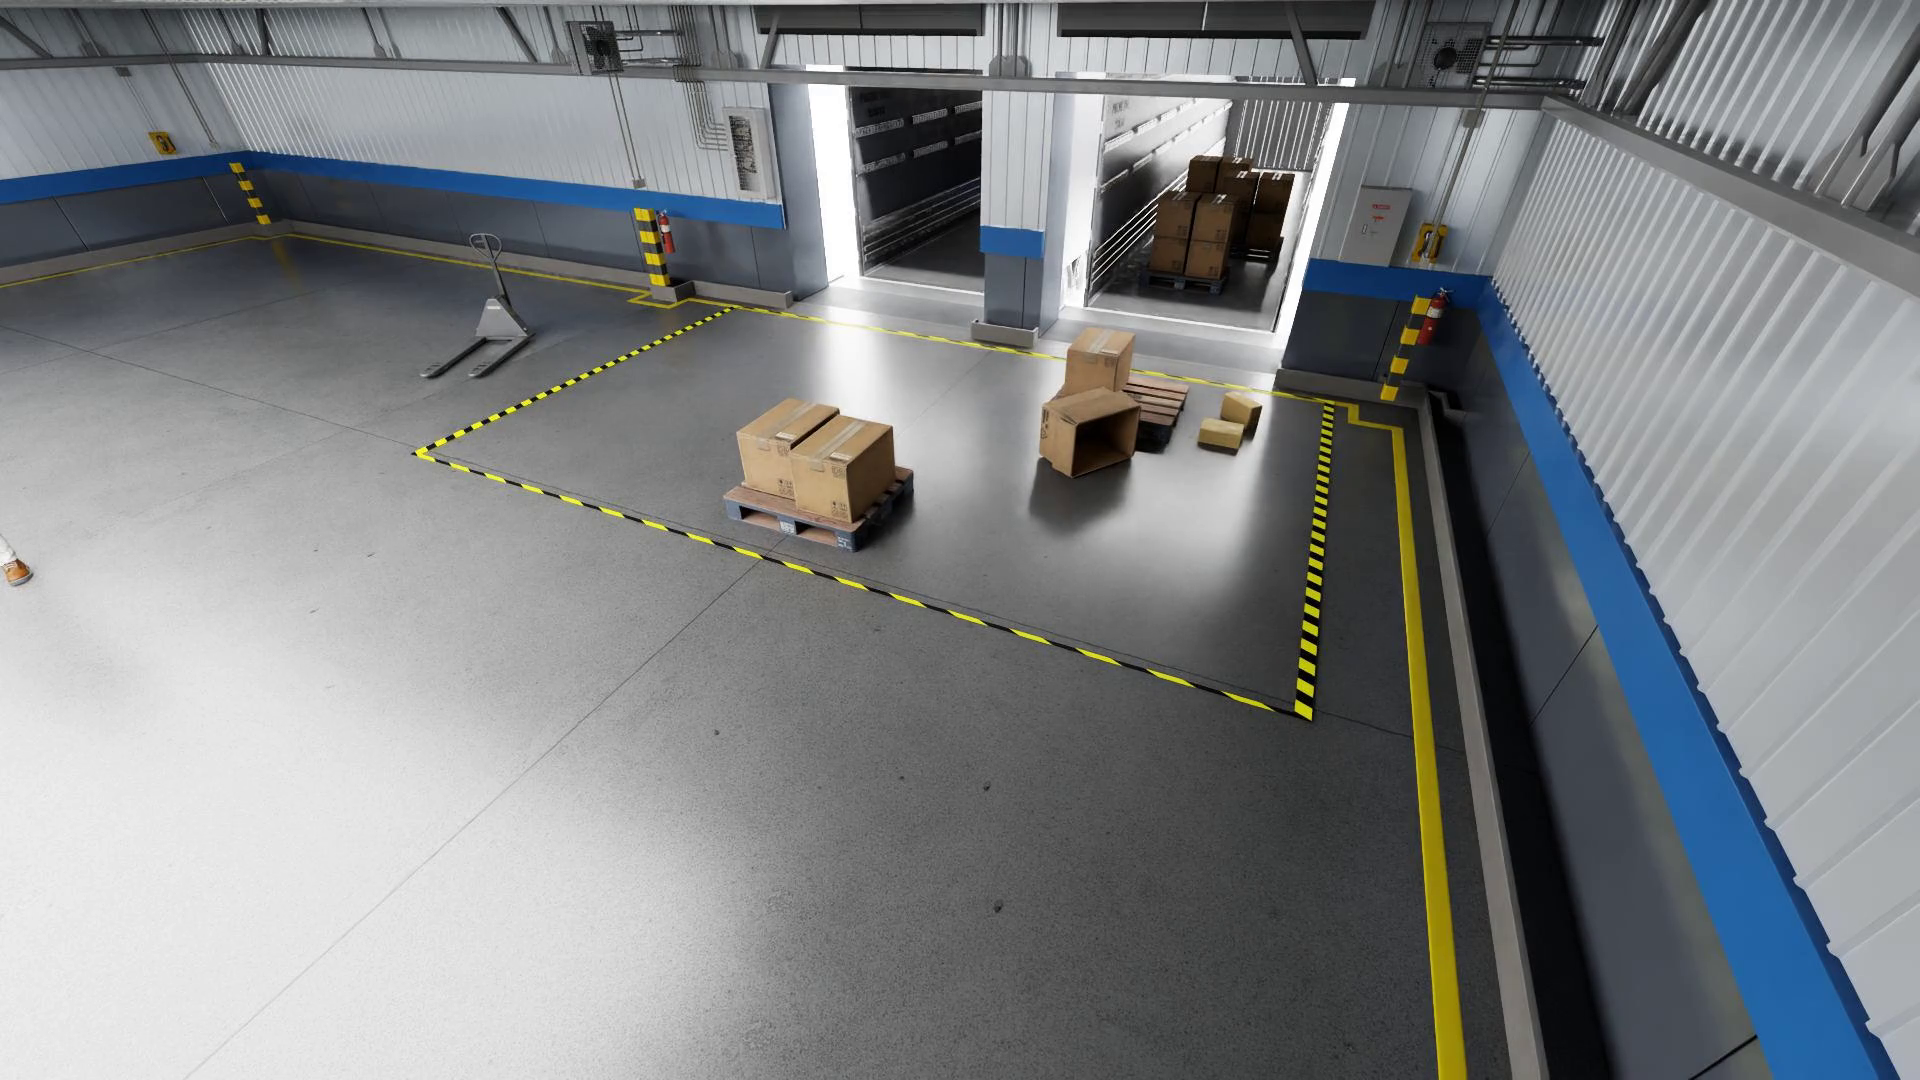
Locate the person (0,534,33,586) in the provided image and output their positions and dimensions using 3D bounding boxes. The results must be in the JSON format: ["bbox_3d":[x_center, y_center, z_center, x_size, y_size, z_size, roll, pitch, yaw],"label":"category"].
[{"bbox_3d":[-6.892,-0.475,4.676,0.603,1.949,0.384,-27,43,-33],"label":"person"}]

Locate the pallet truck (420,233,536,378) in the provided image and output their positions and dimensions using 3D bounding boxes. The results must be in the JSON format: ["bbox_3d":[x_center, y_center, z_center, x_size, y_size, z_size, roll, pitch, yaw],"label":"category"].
[{"bbox_3d":[-5.664,-2.712,8.427,0.680,1.201,1.601,0,35,-1],"label":"pallet truck"}]
